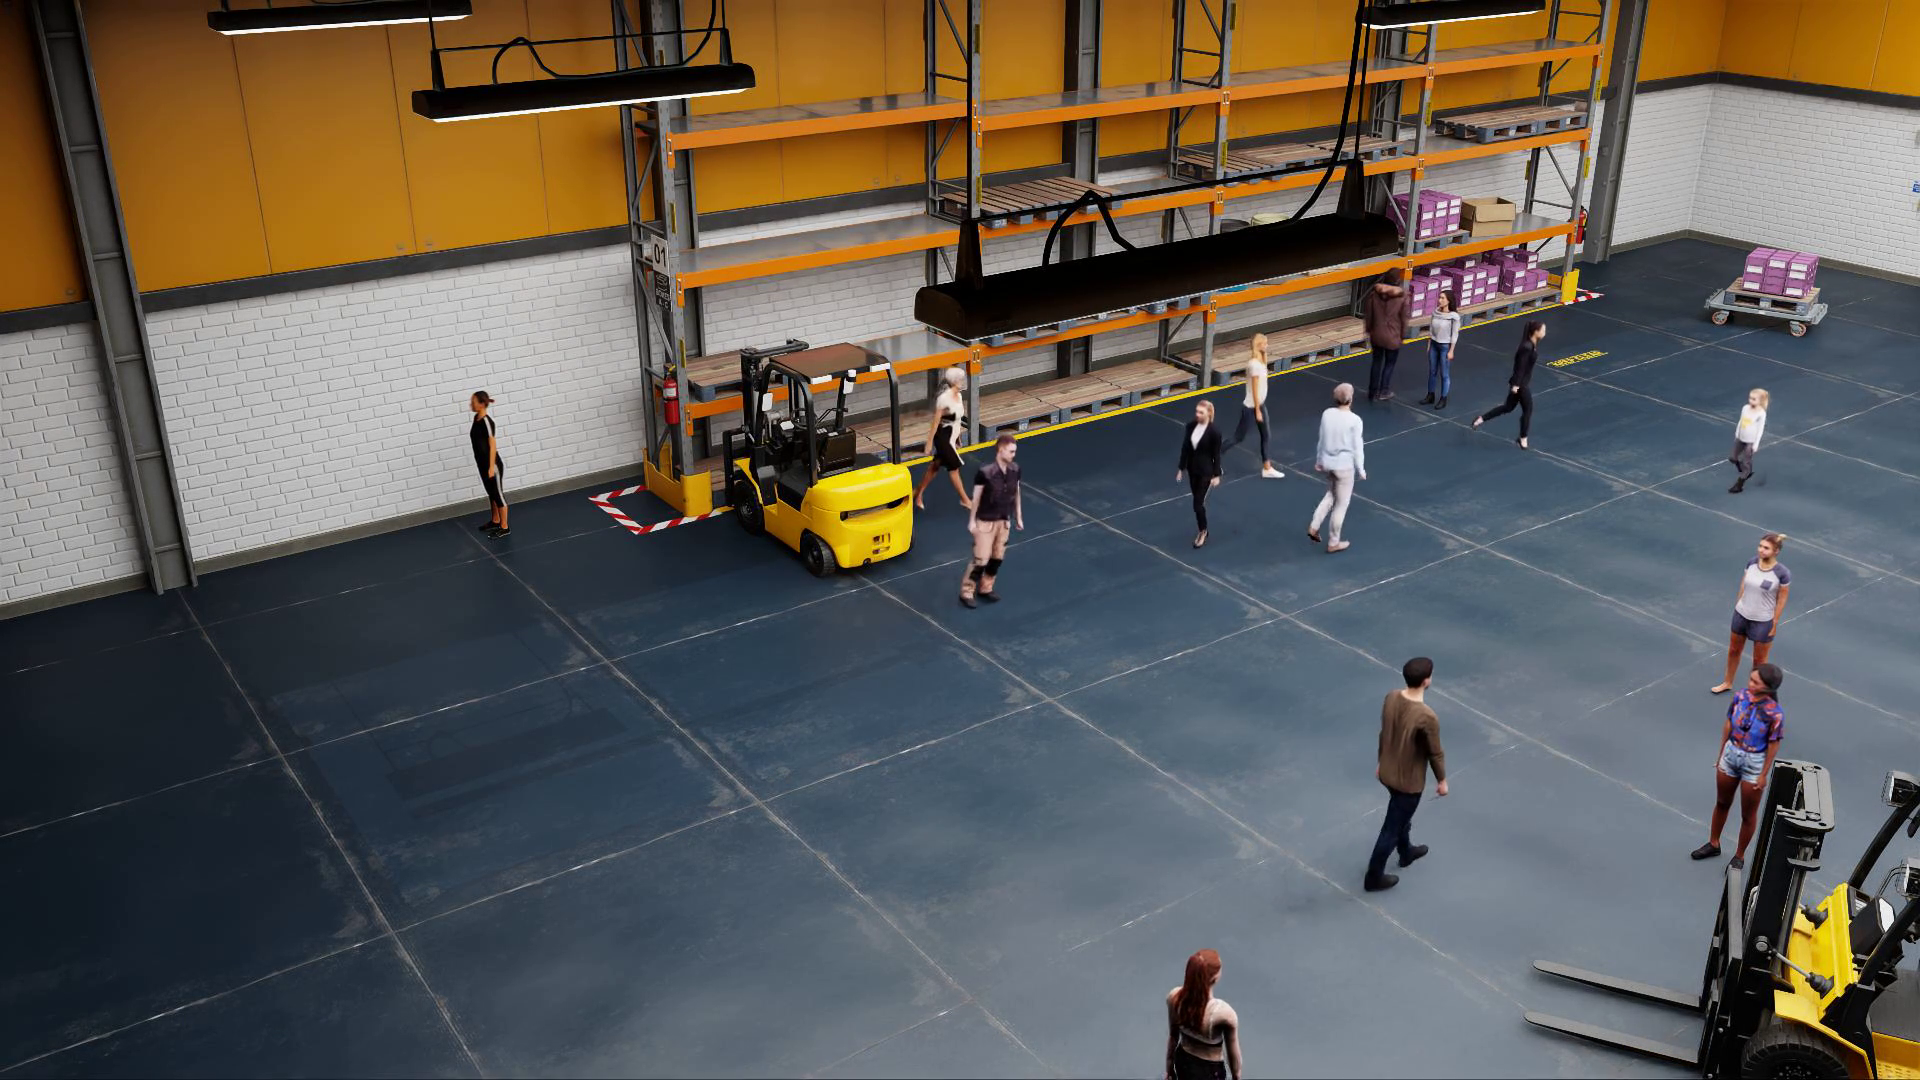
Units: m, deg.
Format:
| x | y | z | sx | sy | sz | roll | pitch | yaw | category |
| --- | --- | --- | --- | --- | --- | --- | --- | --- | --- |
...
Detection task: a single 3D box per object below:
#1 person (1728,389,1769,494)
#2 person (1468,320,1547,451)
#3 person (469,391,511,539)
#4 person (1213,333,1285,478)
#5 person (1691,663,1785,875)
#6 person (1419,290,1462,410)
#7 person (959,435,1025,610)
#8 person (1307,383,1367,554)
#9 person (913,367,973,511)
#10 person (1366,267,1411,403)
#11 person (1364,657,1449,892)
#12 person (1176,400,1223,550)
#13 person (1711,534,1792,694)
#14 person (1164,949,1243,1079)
| x | y | z | sx | sy | sz | roll | pitch | yaw | category |
| --- | --- | --- | --- | --- | --- | --- | --- | --- | --- |
| 9.313 | -1.180 | 19.563 | 0.646 | 1.273 | 0.551 | -10 | 26 | -22 | person |
| 6.887 | -1.919 | 20.758 | 1.031 | 1.670 | 1.061 | 9 | 25 | 19 | person |
| -5.187 | -0.854 | 18.322 | 0.502 | 1.668 | 0.576 | -15 | 28 | -30 | person |
| 3.397 | -1.568 | 19.825 | 1.066 | 1.773 | 1.179 | 11 | 26 | 23 | person |
| 5.864 | 1.684 | 12.421 | 0.507 | 1.746 | 0.584 | -15 | 28 | -30 | person |
| 6.462 | -2.570 | 22.295 | 0.499 | 1.632 | 0.597 | -15 | 28 | -30 | person |
| 0.271 | -0.199 | 16.666 | 0.562 | 1.796 | 0.835 | -9 | 25 | -20 | person |
| 3.984 | -0.736 | 17.797 | 0.726 | 1.873 | 0.678 | -15 | 28 | -31 | person |
| -0.259 | -1.094 | 18.849 | 1.118 | 1.687 | 1.136 | 11 | 26 | 24 | person |
| 5.755 | -2.758 | 22.474 | 0.864 | 1.833 | 0.835 | 14 | 27 | 29 | person |
| 3.166 | 1.748 | 12.136 | 0.991 | 1.857 | 0.767 | -10 | 25 | -21 | person |
| 2.667 | -0.734 | 18.022 | 0.631 | 1.690 | 0.653 | -19 | 30 | -36 | person |
| 7.106 | 0.690 | 14.846 | 0.513 | 1.624 | 0.583 | -15 | 28 | -30 | person |
| 1.270 | 3.086 | 9.269 | 0.776 | 1.701 | 1.226 | 21 | 31 | 39 | person |
